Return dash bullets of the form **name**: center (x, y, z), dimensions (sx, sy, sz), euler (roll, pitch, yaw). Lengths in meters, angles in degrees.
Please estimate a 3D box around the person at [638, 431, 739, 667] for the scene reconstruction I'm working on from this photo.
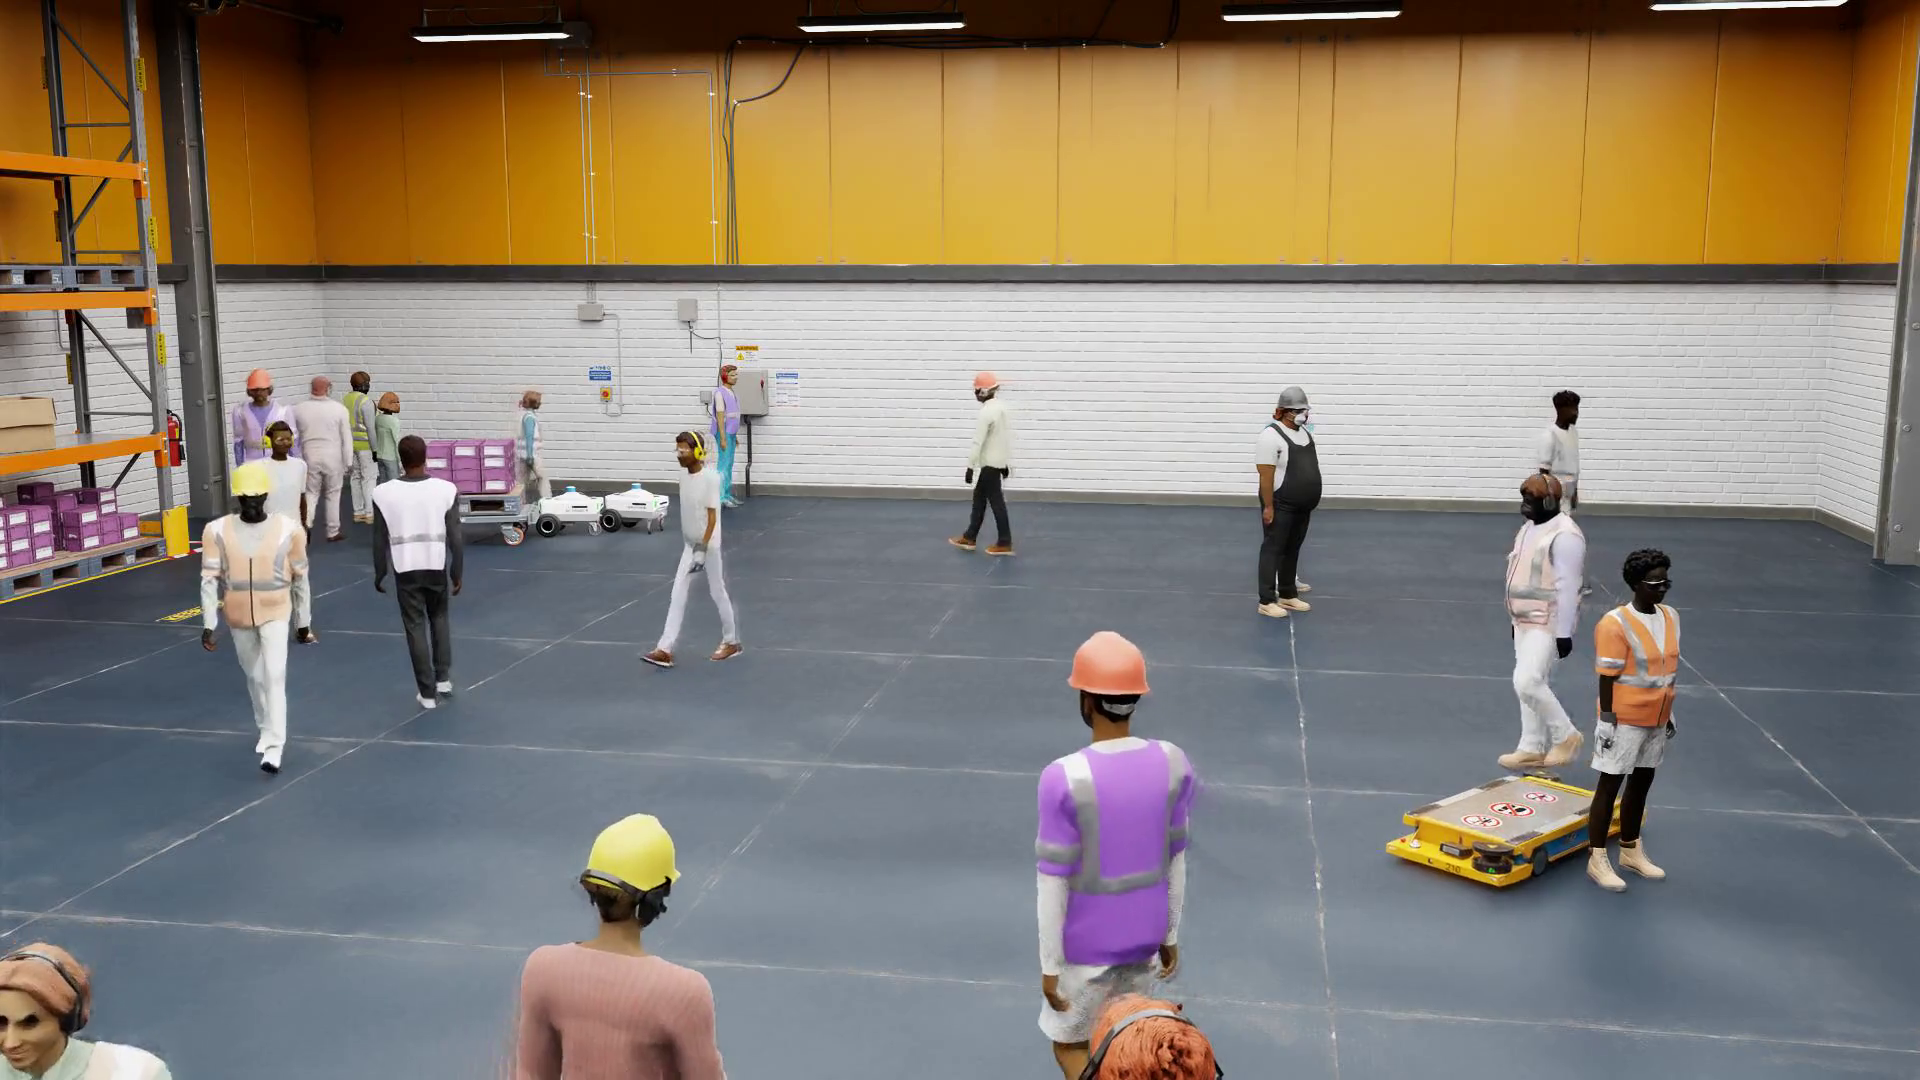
- **person**: center (-2.059, 0.079, 12.778), dimensions (0.499, 1.820, 0.947), euler (7, 11, 37)

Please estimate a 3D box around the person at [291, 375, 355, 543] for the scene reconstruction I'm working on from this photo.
- **person**: center (-7.121, -0.892, 18.578), dimensions (0.672, 1.890, 0.511), euler (-1, 9, -4)

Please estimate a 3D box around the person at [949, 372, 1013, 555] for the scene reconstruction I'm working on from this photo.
- **person**: center (0.190, -0.819, 17.877), dimensions (0.890, 1.959, 0.654), euler (3, 10, 20)

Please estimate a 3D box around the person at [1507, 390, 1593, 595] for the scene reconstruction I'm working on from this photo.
- **person**: center (5.652, -0.475, 15.845), dimensions (0.872, 1.941, 0.619), euler (9, 13, 43)

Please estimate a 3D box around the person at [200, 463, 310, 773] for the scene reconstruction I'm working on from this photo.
- **person**: center (-4.309, 0.467, 10.190), dimensions (0.596, 1.873, 0.996), euler (-2, 9, -11)

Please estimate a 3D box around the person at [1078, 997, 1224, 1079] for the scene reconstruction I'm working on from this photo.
- **person**: center (0.307, 1.665, 2.730), dimensions (0.575, 1.882, 0.360), euler (-3, 10, -18)

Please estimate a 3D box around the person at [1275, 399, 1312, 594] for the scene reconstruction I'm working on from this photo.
- **person**: center (3.137, -0.425, 15.697), dimensions (0.361, 1.882, 0.575), euler (8, 12, 43)

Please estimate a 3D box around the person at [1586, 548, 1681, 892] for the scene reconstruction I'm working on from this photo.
- **person**: center (3.336, 0.874, 8.206), dimensions (0.540, 1.695, 0.316), euler (-5, 11, -29)

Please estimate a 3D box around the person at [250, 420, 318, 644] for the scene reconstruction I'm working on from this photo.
- **person**: center (-5.647, -0.090, 13.785), dimensions (0.504, 1.837, 0.949), euler (-7, 12, -37)

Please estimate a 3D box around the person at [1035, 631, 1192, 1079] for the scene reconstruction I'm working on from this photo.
- **person**: center (0.500, 1.247, 5.215), dimensions (0.552, 1.921, 0.674), euler (-4, 10, -25)

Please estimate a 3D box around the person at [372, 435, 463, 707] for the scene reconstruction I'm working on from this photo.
- **person**: center (-3.834, 0.204, 11.745), dimensions (0.597, 1.895, 0.672), euler (-4, 10, -25)

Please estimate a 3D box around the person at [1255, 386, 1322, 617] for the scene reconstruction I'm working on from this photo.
- **person**: center (2.937, -0.347, 14.719), dimensions (0.535, 2.000, 0.685), euler (9, 13, 44)

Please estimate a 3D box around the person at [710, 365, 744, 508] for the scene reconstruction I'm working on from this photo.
- **person**: center (-3.018, -1.339, 21.471), dimensions (0.388, 1.847, 0.563), euler (1, 9, 7)

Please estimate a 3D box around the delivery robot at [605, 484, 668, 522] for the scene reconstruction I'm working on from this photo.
- **delivery robot**: center (-3.781, -0.418, 19.466), dimensions (0.707, 0.478, 0.477), euler (3, 10, 18)

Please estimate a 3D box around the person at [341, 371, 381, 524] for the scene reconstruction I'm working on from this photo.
- **person**: center (-7.191, -1.117, 20.109), dimensions (0.633, 1.845, 0.429), euler (8, 12, 41)

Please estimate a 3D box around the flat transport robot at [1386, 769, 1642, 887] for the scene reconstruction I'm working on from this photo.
- **flat transport robot**: center (2.945, 1.494, 8.776), dimensions (1.431, 0.197, 0.652), euler (-8, 12, -40)

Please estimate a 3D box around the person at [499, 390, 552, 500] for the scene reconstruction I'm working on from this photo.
- **person**: center (-5.325, -1.040, 20.379), dimensions (0.815, 1.602, 0.521), euler (-3, 10, -19)

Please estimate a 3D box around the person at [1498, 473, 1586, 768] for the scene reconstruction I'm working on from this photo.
- **person**: center (3.508, 0.507, 10.075), dimensions (0.443, 1.828, 0.652), euler (0, 9, -3)

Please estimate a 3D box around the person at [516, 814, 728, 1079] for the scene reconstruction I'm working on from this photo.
- **person**: center (-0.817, 1.523, 4.138), dimensions (0.535, 1.704, 0.923), euler (4, 10, 21)

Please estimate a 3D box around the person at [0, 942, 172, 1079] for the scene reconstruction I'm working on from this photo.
- **person**: center (-1.909, 1.667, 3.537), dimensions (0.528, 1.617, 0.666), euler (-2, 9, -15)

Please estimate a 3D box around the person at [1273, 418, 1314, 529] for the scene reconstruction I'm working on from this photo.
- **person**: center (3.836, -0.897, 19.302), dimensions (0.527, 1.668, 0.817), euler (6, 11, 34)

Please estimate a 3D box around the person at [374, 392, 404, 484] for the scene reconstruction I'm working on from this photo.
- **person**: center (-6.730, -0.934, 19.655), dimensions (0.494, 1.624, 0.279), euler (7, 12, 39)

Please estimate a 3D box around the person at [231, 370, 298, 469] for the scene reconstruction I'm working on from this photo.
- **person**: center (-7.276, -0.766, 17.435), dimensions (0.632, 1.997, 1.002), euler (-3, 10, -19)

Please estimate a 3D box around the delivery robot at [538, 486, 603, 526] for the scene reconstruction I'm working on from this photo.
- **delivery robot**: center (-4.484, -0.375, 19.199), dimensions (0.707, 0.478, 0.477), euler (-1, 9, -3)
